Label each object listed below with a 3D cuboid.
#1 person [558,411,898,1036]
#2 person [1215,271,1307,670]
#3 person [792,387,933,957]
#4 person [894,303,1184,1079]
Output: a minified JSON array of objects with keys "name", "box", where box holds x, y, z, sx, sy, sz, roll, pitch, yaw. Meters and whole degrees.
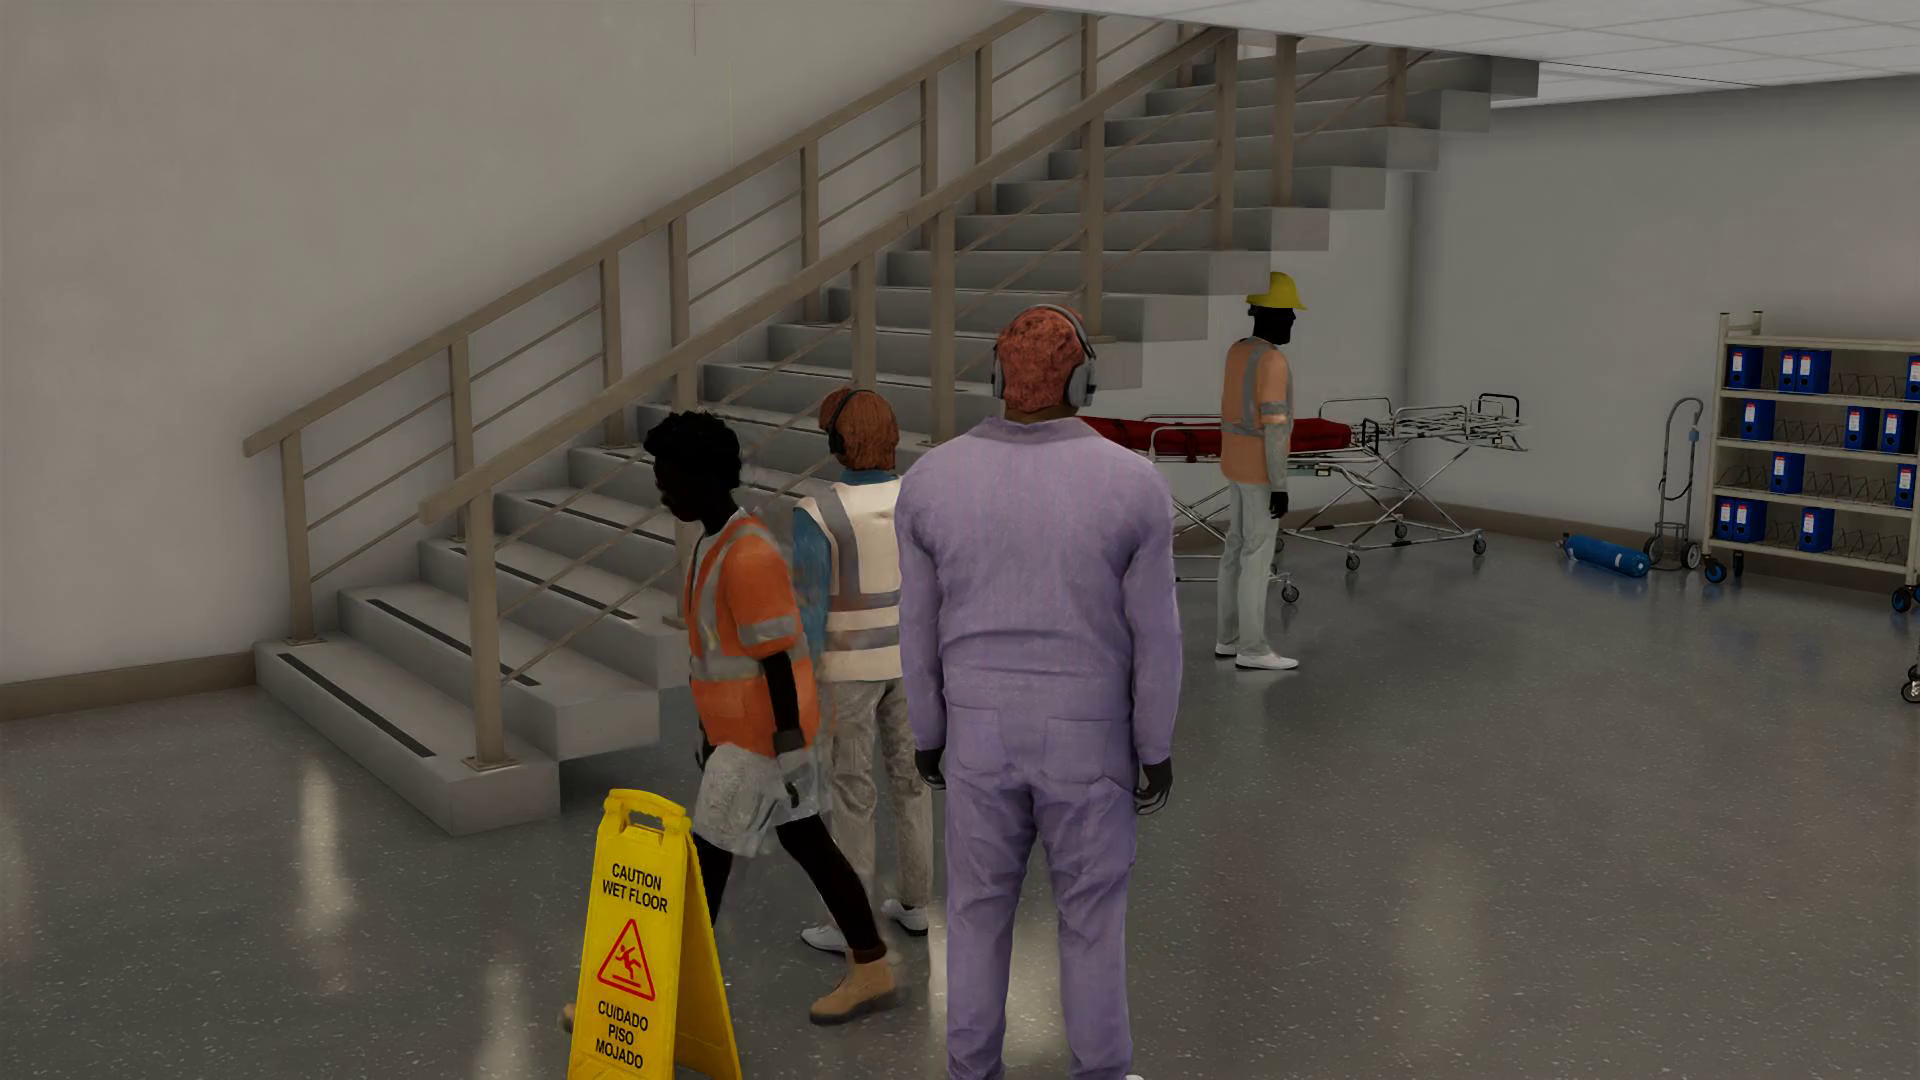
[{"name":"person","box":[-0.557,0.489,4.198,0.903,1.624,0.585,-3,10,-15]},{"name":"person","box":[1.469,-0.337,8.109,0.385,1.925,0.591,-2,10,-12]},{"name":"person","box":[-0.270,0.383,4.786,0.514,1.642,0.311,-9,13,-40]},{"name":"person","box":[0.186,0.426,3.779,0.641,1.908,0.407,3,10,15]}]
